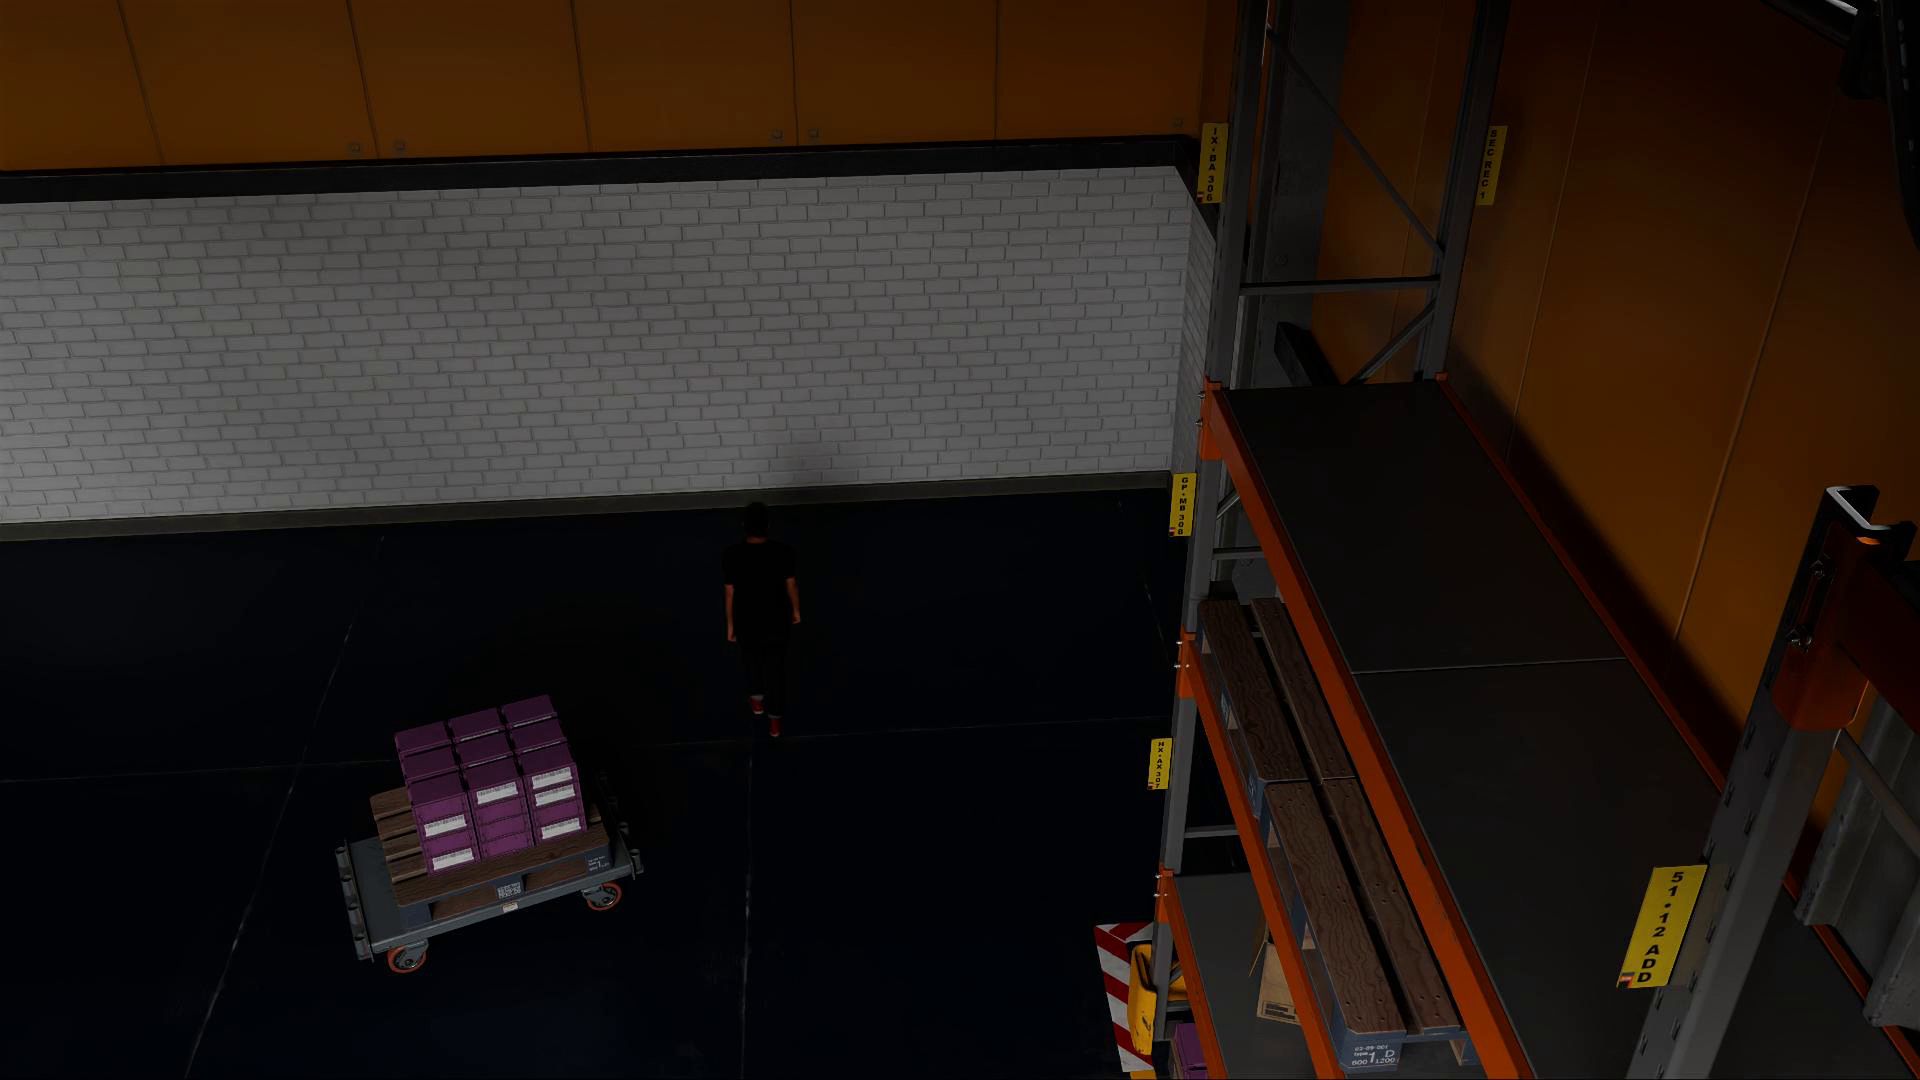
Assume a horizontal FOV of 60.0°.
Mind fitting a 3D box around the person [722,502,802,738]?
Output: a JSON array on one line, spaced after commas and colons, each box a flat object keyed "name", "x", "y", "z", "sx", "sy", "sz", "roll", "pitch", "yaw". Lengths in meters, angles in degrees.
[{"name": "person", "x": -1.301, "y": 0.570, "z": 10.924, "sx": 0.632, "sy": 1.743, "sz": 0.691, "roll": -3, "pitch": 34, "yaw": -5}]
